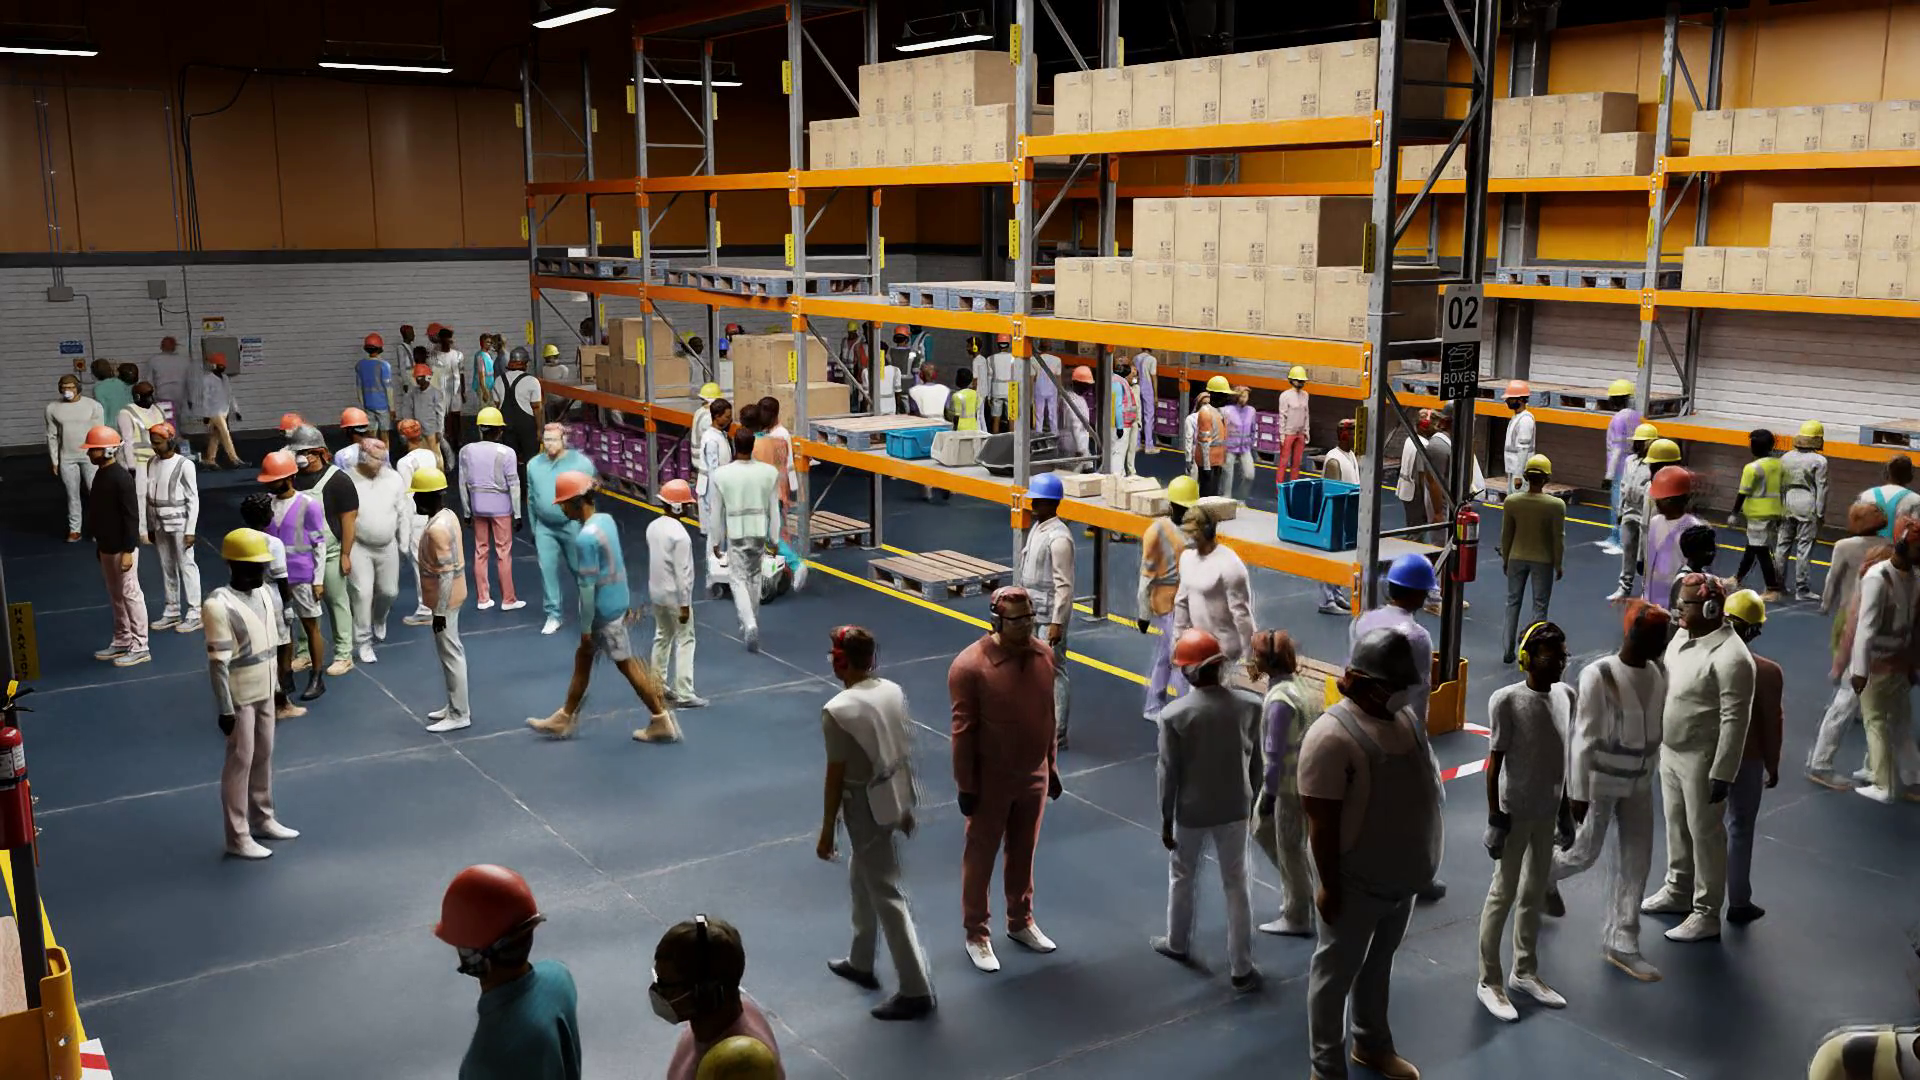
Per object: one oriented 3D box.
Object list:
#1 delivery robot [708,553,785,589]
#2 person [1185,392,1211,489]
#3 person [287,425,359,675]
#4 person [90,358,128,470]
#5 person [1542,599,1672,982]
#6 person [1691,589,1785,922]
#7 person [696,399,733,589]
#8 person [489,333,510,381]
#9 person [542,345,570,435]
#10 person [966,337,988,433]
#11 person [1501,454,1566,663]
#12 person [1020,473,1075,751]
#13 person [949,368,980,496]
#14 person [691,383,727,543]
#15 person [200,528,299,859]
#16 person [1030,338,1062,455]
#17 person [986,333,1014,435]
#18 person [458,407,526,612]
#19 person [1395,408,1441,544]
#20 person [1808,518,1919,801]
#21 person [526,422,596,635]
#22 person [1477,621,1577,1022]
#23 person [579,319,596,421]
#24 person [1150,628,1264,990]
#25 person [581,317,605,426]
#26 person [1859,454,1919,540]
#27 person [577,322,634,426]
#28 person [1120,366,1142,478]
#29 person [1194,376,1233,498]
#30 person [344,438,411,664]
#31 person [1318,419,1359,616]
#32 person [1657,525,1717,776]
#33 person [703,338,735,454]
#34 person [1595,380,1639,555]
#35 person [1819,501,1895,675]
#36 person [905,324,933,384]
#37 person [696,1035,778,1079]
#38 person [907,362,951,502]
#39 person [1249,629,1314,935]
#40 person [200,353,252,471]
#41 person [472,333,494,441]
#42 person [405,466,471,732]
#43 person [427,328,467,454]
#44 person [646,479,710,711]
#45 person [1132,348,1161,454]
[{"bbox_3d":[-2.064,0.260,16.096,0.707,0.478,0.477,3,11,14],"label":"delivery robot"},{"bbox_3d":[2.854,-0.935,19.679,0.515,1.636,0.314,-8,13,-34],"label":"person"},{"bbox_3d":[-5.221,0.084,13.421,0.676,2.000,0.536,3,12,17],"label":"person"},{"bbox_3d":[-10.716,-1.334,20.987,0.528,1.916,0.668,1,11,8],"label":"person"},{"bbox_3d":[3.226,1.183,8.318,0.585,1.852,0.836,-4,12,-20],"label":"person"},{"bbox_3d":[4.072,1.130,8.794,0.331,1.763,0.531,-10,15,-41],"label":"person"},{"bbox_3d":[-2.411,-0.450,16.513,0.410,1.908,0.598,0,11,-2],"label":"person"},{"bbox_3d":[-6.903,-2.165,25.235,0.377,1.932,0.623,-4,12,-18],"label":"person"},{"bbox_3d":[-6.165,-2.102,25.366,0.537,1.754,0.383,5,12,25],"label":"person"},{"bbox_3d":[0.257,-2.180,25.486,0.331,1.860,0.514,3,12,16],"label":"person"},{"bbox_3d":[4.713,0.173,13.701,0.524,1.761,0.339,9,14,39],"label":"person"},{"bbox_3d":[0.601,0.496,11.542,0.375,1.950,0.614,-3,11,-15],"label":"person"},{"bbox_3d":[0.053,-1.441,22.098,0.315,1.700,0.541,8,14,35],"label":"person"},{"bbox_3d":[-2.831,-0.868,18.886,0.423,1.821,0.610,-3,12,-16],"label":"person"},{"bbox_3d":[-4.120,0.874,9.674,0.381,1.924,0.594,1,11,7],"label":"person"},{"bbox_3d":[1.314,-2.216,25.692,0.507,1.847,0.351,0,11,1],"label":"person"},{"bbox_3d":[0.670,-2.241,25.625,0.549,1.930,0.382,1,11,6],"label":"person"},{"bbox_3d":[-4.383,-0.285,15.604,0.595,1.923,0.373,2,11,12],"label":"person"},{"bbox_3d":[4.472,-0.371,16.270,0.390,1.838,0.563,0,11,1],"label":"person"},{"bbox_3d":[5.872,0.761,10.511,0.600,1.829,0.905,-7,13,-31],"label":"person"},{"bbox_3d":[-3.580,-0.144,15.006,0.650,1.877,0.833,1,11,4],"label":"person"},{"bbox_3d":[2.651,1.285,7.717,0.508,1.872,0.329,-5,12,-26],"label":"person"},{"bbox_3d":[-6.343,-2.831,28.632,0.375,1.933,0.625,-3,11,-14],"label":"person"},{"bbox_3d":[1.226,1.295,8.096,0.584,1.714,0.616,-2,11,-13],"label":"person"},{"bbox_3d":[-6.522,-2.968,29.349,0.392,1.922,0.589,-4,12,-20],"label":"person"},{"bbox_3d":[7.570,0.189,13.584,0.986,1.784,0.553,-9,14,-38],"label":"person"},{"bbox_3d":[-5.805,-2.553,26.920,0.857,2.000,0.682,-7,13,-33],"label":"person"},{"bbox_3d":[2.362,-1.615,23.190,0.298,1.623,0.503,9,14,40],"label":"person"},{"bbox_3d":[2.854,-0.892,18.747,0.399,1.919,0.582,6,12,26],"label":"person"},{"bbox_3d":[-4.991,0.050,14.033,0.648,1.873,0.727,-9,14,-38],"label":"person"},{"bbox_3d":[3.520,-0.219,15.502,0.388,1.836,0.562,6,12,27],"label":"person"},{"bbox_3d":[4.808,0.734,10.981,0.315,1.696,0.541,7,13,31],"label":"person"},{"bbox_3d":[-3.404,-1.925,23.958,0.604,1.942,0.402,-4,12,-20],"label":"person"},{"bbox_3d":[7.229,-0.788,18.274,0.557,1.906,0.594,8,13,35],"label":"person"},{"bbox_3d":[6.693,0.517,12.303,0.577,1.620,0.367,0,11,2],"label":"person"},{"bbox_3d":[-0.788,-3.162,30.584,0.637,1.833,0.429,9,14,40],"label":"person"},{"bbox_3d":[-0.561,2.055,4.134,0.490,1.730,0.324,3,11,15],"label":"person"},{"bbox_3d":[-0.389,-1.371,21.439,0.563,1.823,0.505,-5,12,-25],"label":"person"},{"bbox_3d":[1.662,1.247,8.553,0.376,1.620,0.523,2,11,9],"label":"person"},{"bbox_3d":[-10.663,-1.849,24.142,0.859,1.709,0.566,1,11,5],"label":"person"},{"bbox_3d":[-7.566,-2.369,26.495,0.392,1.839,0.563,-1,11,-6],"label":"person"},{"bbox_3d":[-3.752,0.423,11.980,0.383,1.924,0.594,-3,11,-14],"label":"person"},{"bbox_3d":[-8.006,-2.330,26.007,0.371,1.958,0.598,10,15,42],"label":"person"},{"bbox_3d":[-2.146,0.404,12.558,0.351,1.740,0.573,-9,14,-38],"label":"person"},{"bbox_3d":[2.897,-2.262,25.930,0.346,1.846,0.506,-9,14,-39],"label":"person"}]
